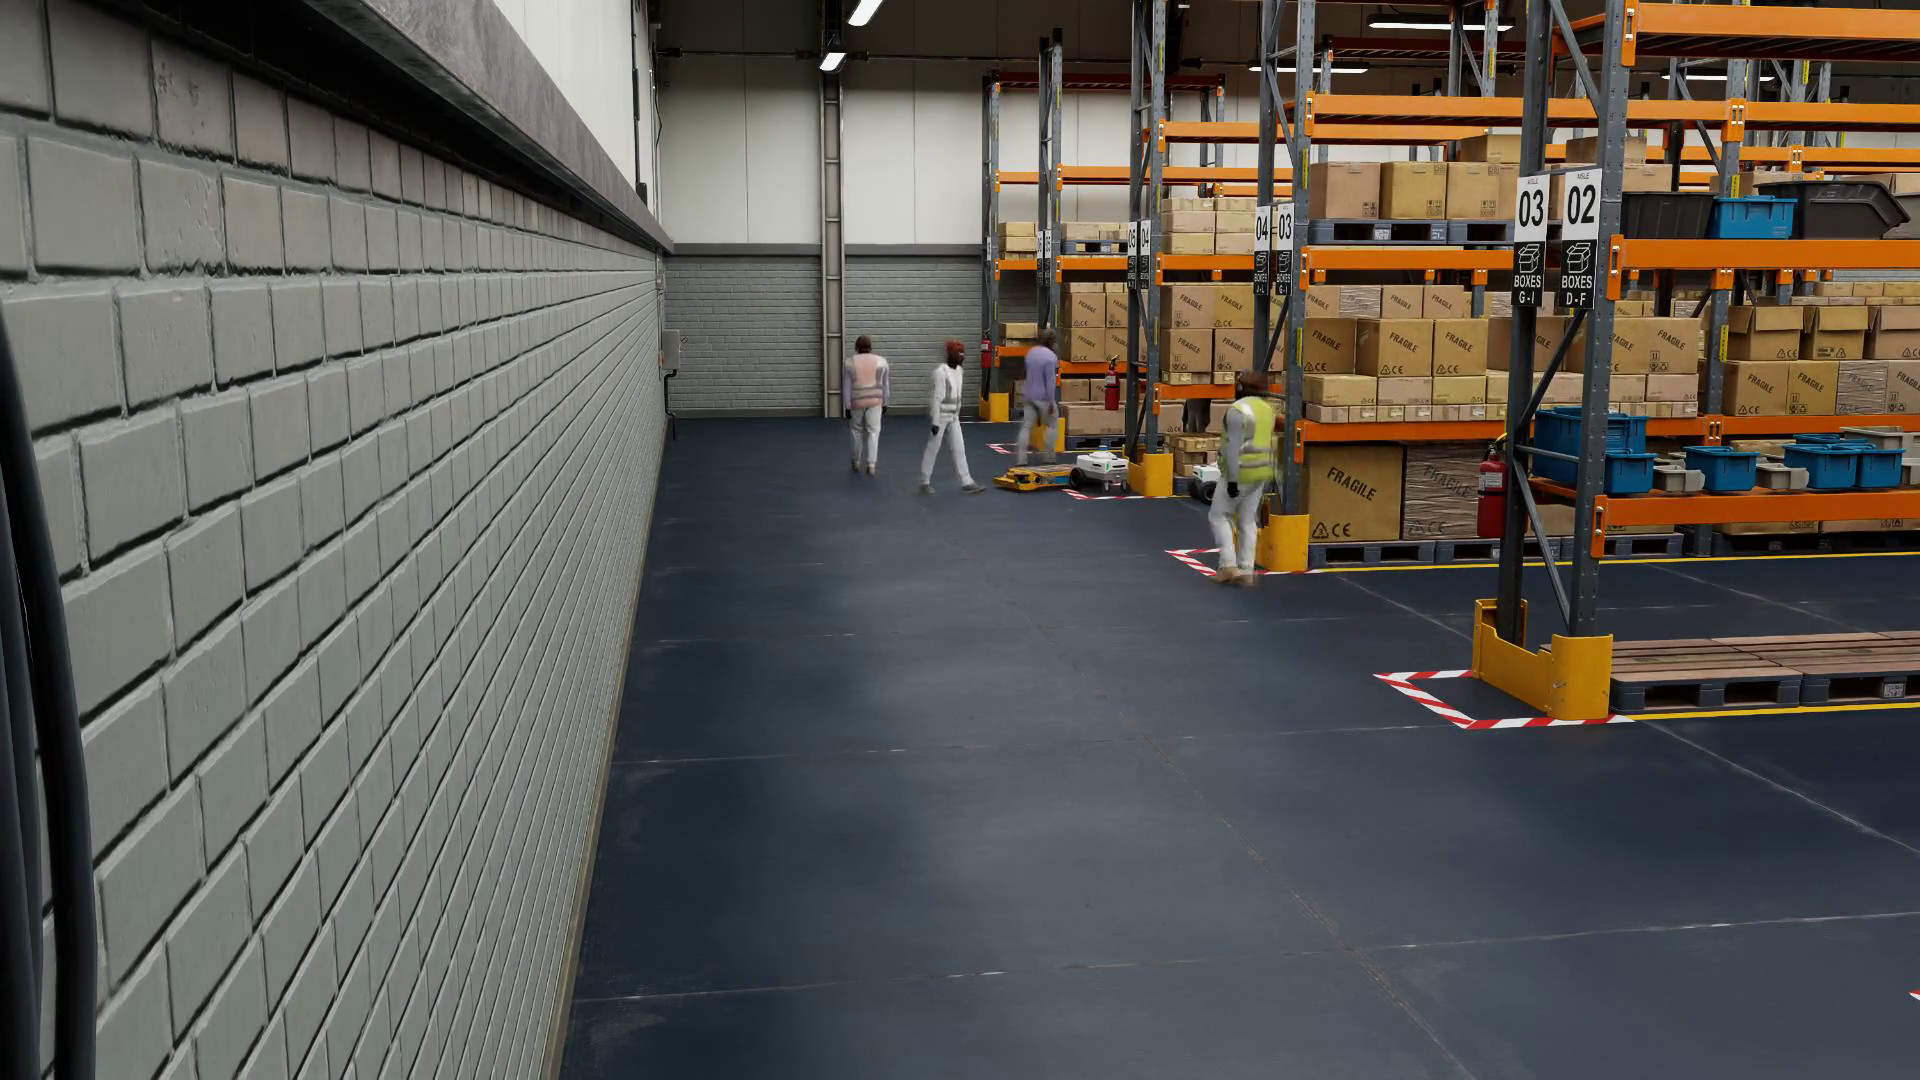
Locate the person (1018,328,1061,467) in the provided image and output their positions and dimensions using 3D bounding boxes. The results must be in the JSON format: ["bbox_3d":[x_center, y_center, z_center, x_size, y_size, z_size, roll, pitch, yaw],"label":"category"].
[{"bbox_3d":[1.115,-1.838,21.954,0.768,1.890,0.642,-7,12,-38],"label":"person"}]

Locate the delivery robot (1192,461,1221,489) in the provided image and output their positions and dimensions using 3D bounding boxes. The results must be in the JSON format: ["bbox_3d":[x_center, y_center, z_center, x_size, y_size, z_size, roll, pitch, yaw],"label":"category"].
[{"bbox_3d":[3.031,-0.741,19.000,0.707,0.478,0.477,-1,9,-8],"label":"delivery robot"}]

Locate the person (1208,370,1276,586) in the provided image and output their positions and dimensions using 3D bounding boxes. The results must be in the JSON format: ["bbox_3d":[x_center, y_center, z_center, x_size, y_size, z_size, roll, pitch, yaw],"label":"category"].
[{"bbox_3d":[2.373,-0.521,14.061,0.509,1.813,0.650,8,12,42],"label":"person"}]

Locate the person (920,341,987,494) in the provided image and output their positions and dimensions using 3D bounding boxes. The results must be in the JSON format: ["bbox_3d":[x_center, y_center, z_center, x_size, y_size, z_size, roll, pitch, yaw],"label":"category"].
[{"bbox_3d":[-0.130,-1.430,19.674,0.829,1.835,0.606,6,11,31],"label":"person"}]

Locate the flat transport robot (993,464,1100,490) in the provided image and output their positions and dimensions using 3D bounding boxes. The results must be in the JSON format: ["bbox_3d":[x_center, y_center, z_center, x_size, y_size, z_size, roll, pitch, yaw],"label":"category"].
[{"bbox_3d":[1.182,-0.786,20.439,1.431,0.197,0.652,-5,10,-28],"label":"flat transport robot"}]

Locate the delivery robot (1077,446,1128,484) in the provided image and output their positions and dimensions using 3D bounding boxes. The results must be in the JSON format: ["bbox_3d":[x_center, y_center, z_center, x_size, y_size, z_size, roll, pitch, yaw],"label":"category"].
[{"bbox_3d":[1.708,-0.888,19.904,0.477,0.478,0.707,-5,10,-28],"label":"delivery robot"}]

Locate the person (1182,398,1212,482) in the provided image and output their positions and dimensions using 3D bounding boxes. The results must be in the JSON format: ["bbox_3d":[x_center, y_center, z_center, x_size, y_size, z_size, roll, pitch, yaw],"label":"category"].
[{"bbox_3d":[2.921,-1.596,20.562,0.333,1.860,0.510,-5,10,-26],"label":"person"}]

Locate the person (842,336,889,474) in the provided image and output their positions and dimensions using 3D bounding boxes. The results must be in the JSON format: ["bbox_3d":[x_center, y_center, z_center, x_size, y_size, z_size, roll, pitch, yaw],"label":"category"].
[{"bbox_3d":[-1.246,-1.775,21.858,0.623,1.791,0.972,-1,9,-8],"label":"person"}]
